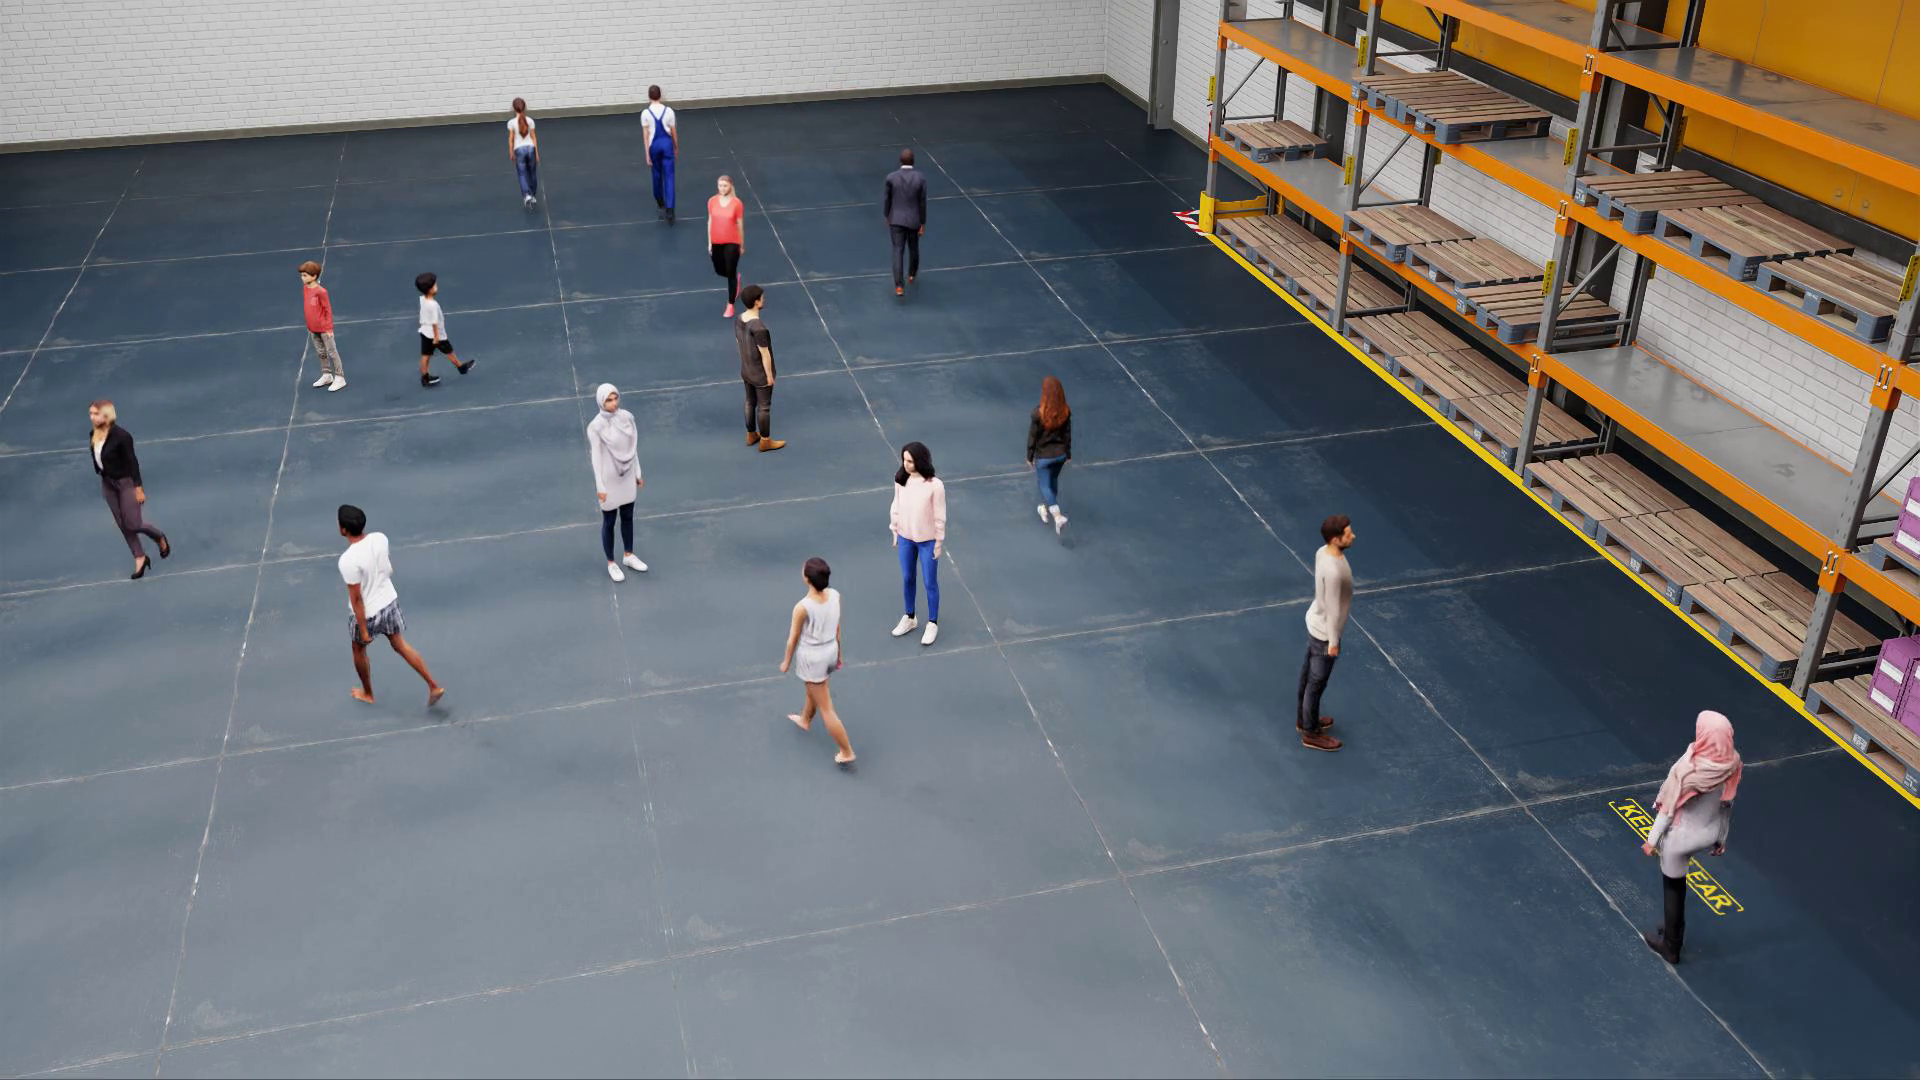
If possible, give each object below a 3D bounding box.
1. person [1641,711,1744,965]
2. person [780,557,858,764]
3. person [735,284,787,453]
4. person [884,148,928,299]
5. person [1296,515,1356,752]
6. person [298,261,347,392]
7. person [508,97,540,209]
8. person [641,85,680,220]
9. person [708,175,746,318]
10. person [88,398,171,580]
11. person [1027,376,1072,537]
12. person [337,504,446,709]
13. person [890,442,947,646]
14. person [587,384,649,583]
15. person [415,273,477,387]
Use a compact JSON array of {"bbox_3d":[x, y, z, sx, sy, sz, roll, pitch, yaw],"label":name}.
[{"bbox_3d":[4.421,1.834,9.947,0.656,1.794,0.645,-9,30,-17],"label":"person"},{"bbox_3d":[-0.970,0.890,11.908,1.133,1.574,0.950,24,37,37],"label":"person"},{"bbox_3d":[-2.025,-1.717,16.538,0.764,1.718,0.645,-23,36,-36],"label":"person"},{"bbox_3d":[-0.684,-3.867,20.389,0.851,1.804,1.246,-1,29,-3],"label":"person"},{"bbox_3d":[2.631,0.644,12.051,0.777,1.868,0.615,1,29,2],"label":"person"},{"bbox_3d":[-6.902,-2.321,17.959,0.593,1.417,0.654,15,32,26],"label":"person"},{"bbox_3d":[-6.183,-5.490,23.639,0.612,1.540,0.959,-11,30,-19],"label":"person"},{"bbox_3d":[-4.129,-5.346,23.101,0.715,1.802,1.305,-5,29,-9],"label":"person"},{"bbox_3d":[-2.779,-3.564,19.965,0.914,1.678,1.098,7,29,12],"label":"person"},{"bbox_3d":[-7.128,-0.467,14.300,0.772,1.665,0.833,10,30,18],"label":"person"},{"bbox_3d":[0.852,-0.746,15.022,0.653,1.463,0.916,-12,31,-21],"label":"person"},{"bbox_3d":[-4.302,0.536,12.423,1.126,1.702,1.081,15,32,25],"label":"person"},{"bbox_3d":[-0.325,0.004,13.329,0.712,1.769,0.775,15,32,26],"label":"person"},{"bbox_3d":[-2.953,-0.518,14.279,0.688,1.775,0.691,-25,37,-38],"label":"person"},{"bbox_3d":[-5.778,-2.254,18.035,0.860,1.226,0.827,25,37,37],"label":"person"}]
